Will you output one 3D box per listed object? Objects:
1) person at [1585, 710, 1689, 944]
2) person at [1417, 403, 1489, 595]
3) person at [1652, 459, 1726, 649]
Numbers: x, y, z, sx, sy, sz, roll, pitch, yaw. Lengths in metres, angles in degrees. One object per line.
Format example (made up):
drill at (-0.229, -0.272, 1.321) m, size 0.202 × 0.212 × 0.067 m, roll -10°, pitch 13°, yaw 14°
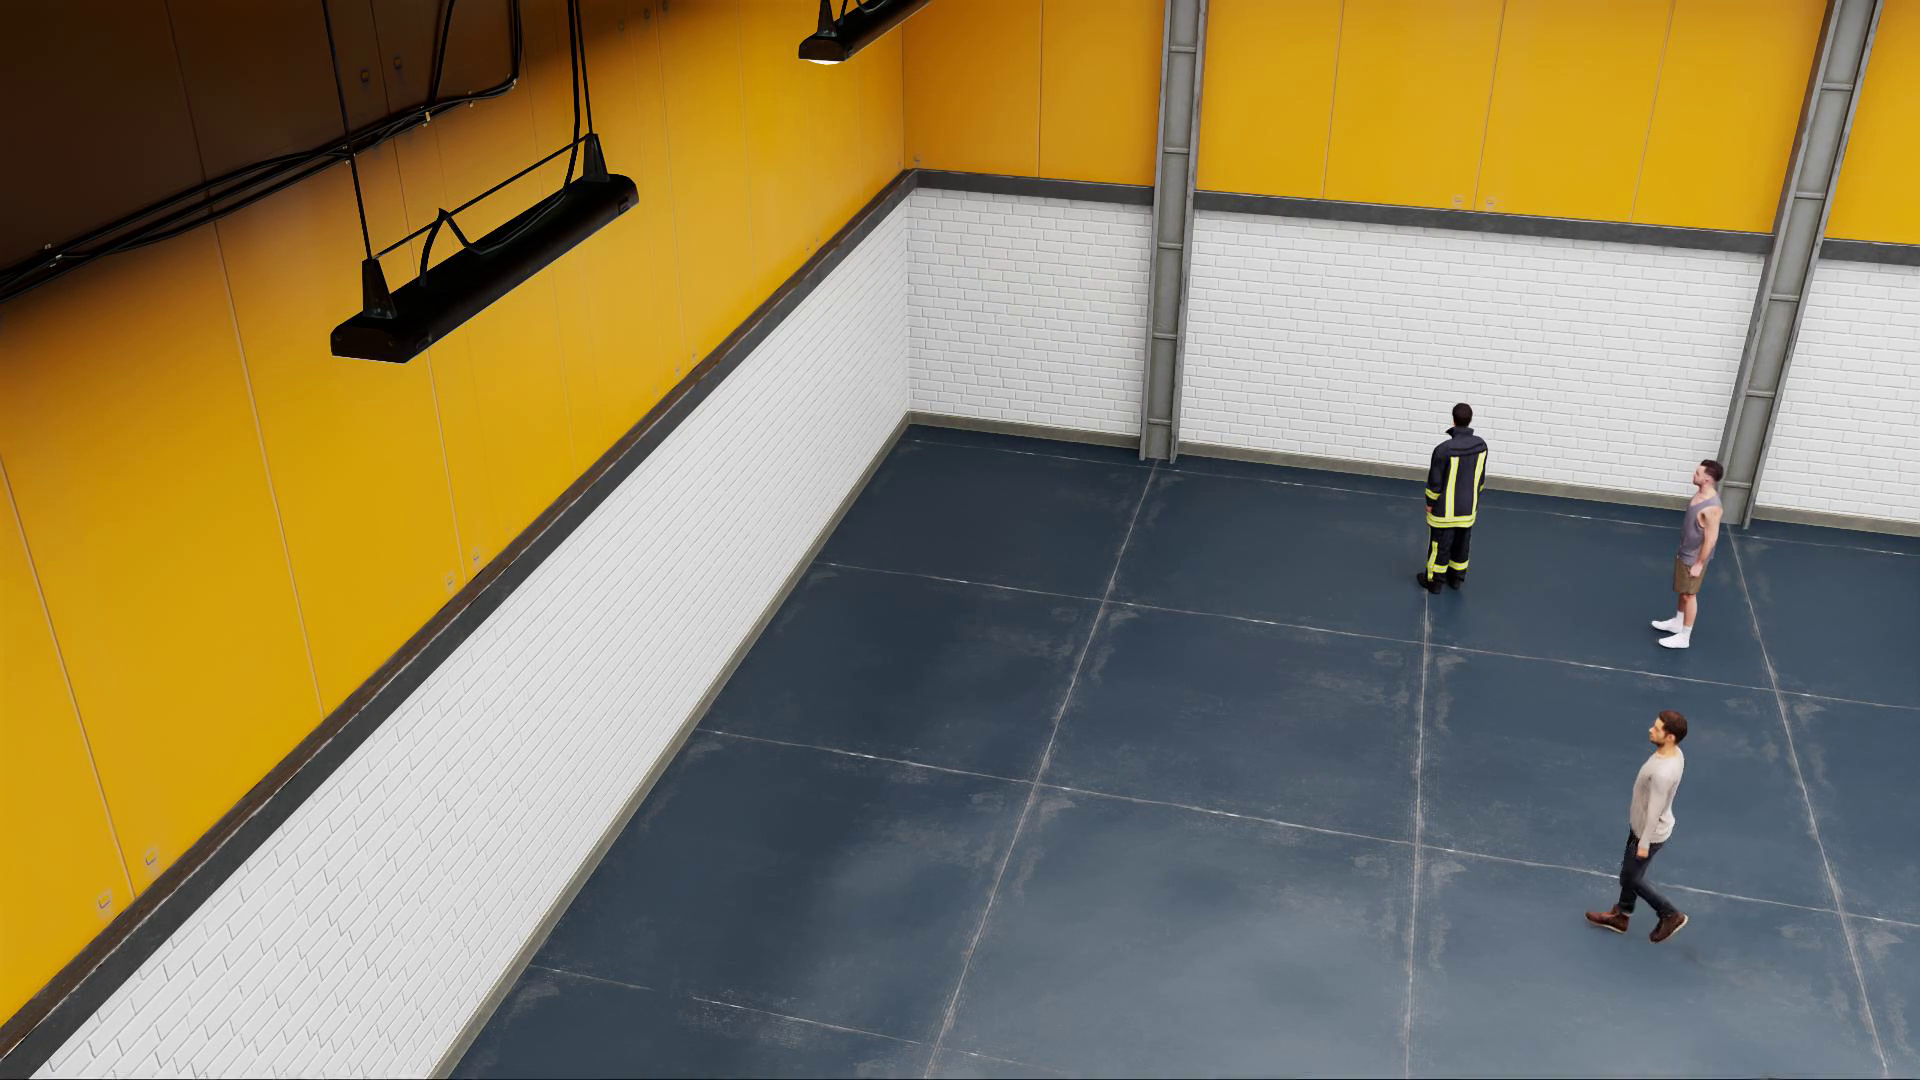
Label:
person at (4.824, 2.010, 11.442) m, size 0.911 × 1.855 × 0.740 m, roll 11°, pitch 31°, yaw 20°
person at (4.689, -0.391, 15.773) m, size 0.832 × 1.923 × 0.951 m, roll -9°, pitch 30°, yaw -15°
person at (6.589, 0.110, 14.932) m, size 0.562 × 1.840 × 0.632 m, roll 5°, pitch 29°, yaw 10°
